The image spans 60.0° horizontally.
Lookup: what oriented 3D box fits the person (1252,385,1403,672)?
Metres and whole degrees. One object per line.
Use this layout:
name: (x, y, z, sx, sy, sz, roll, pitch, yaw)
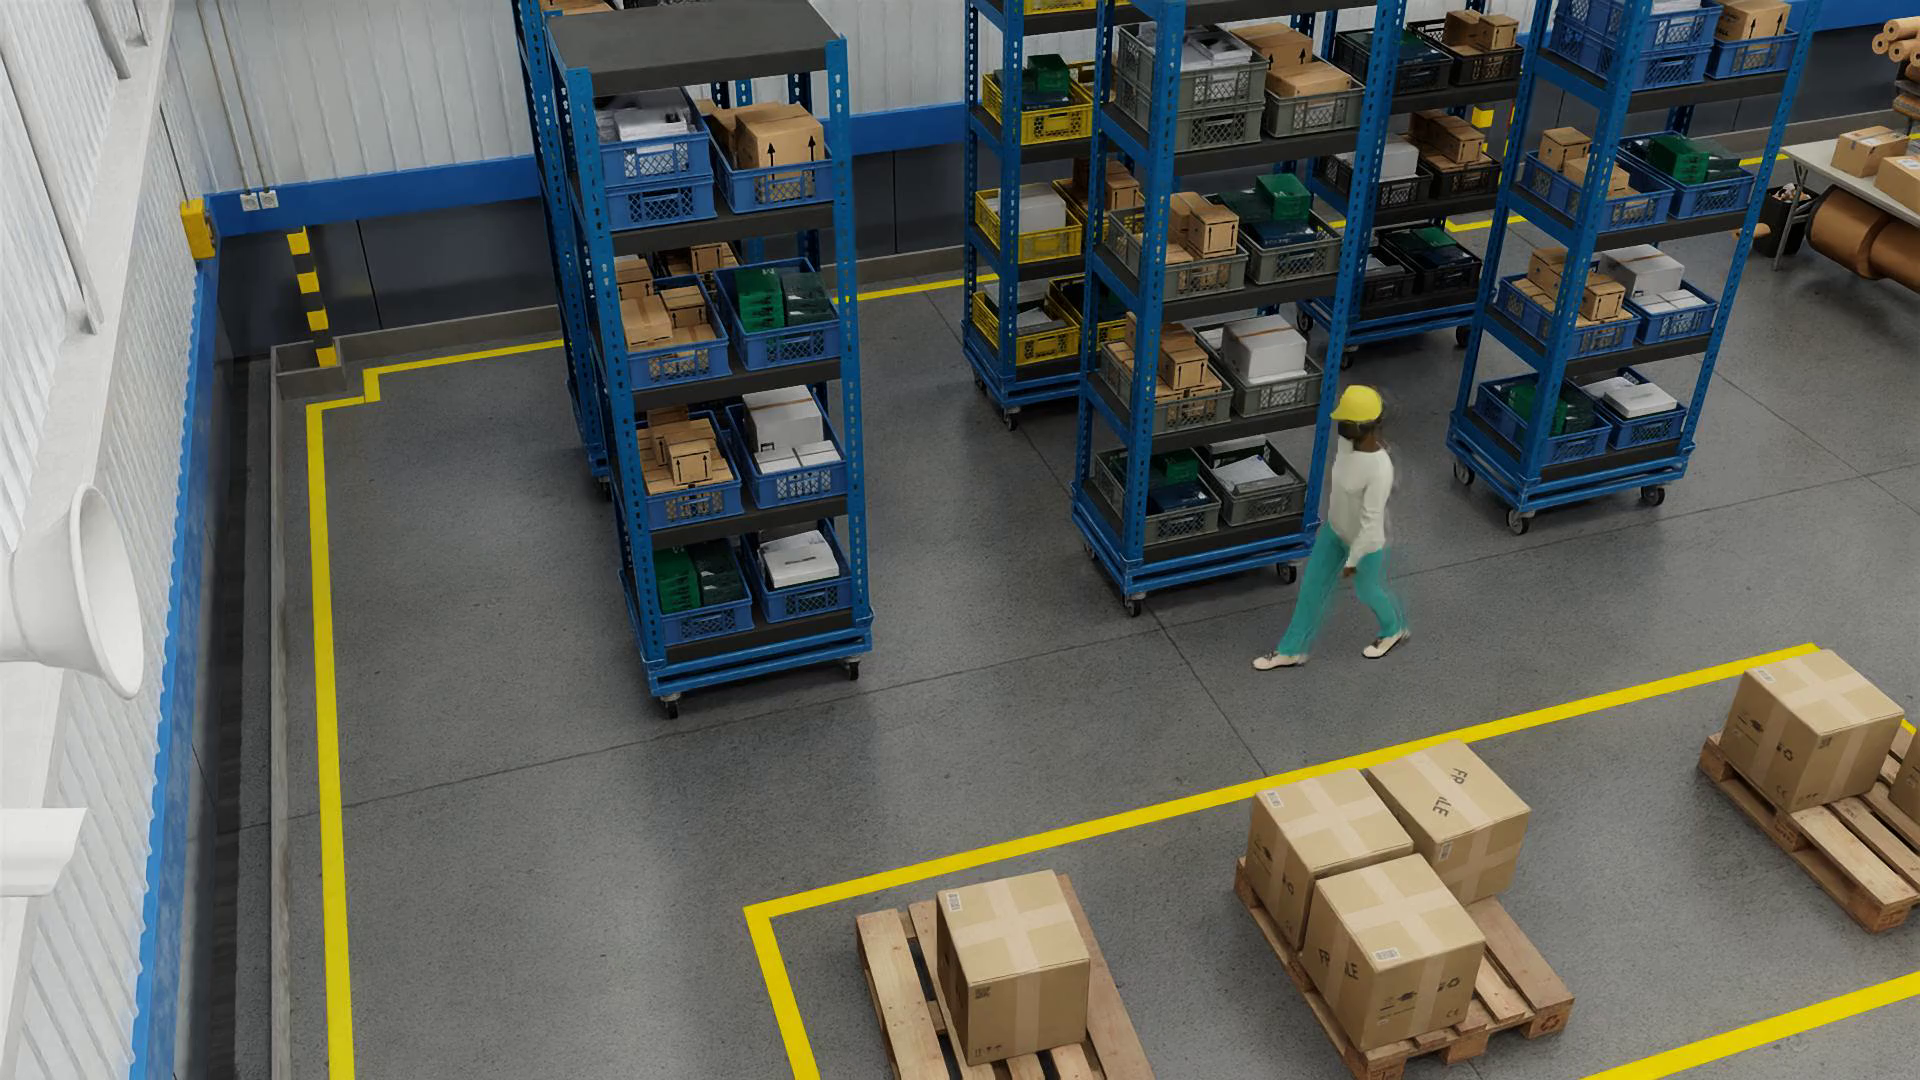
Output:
person: (2.086, -0.039, 8.848, 0.878, 1.712, 0.526, -14, 37, -19)
